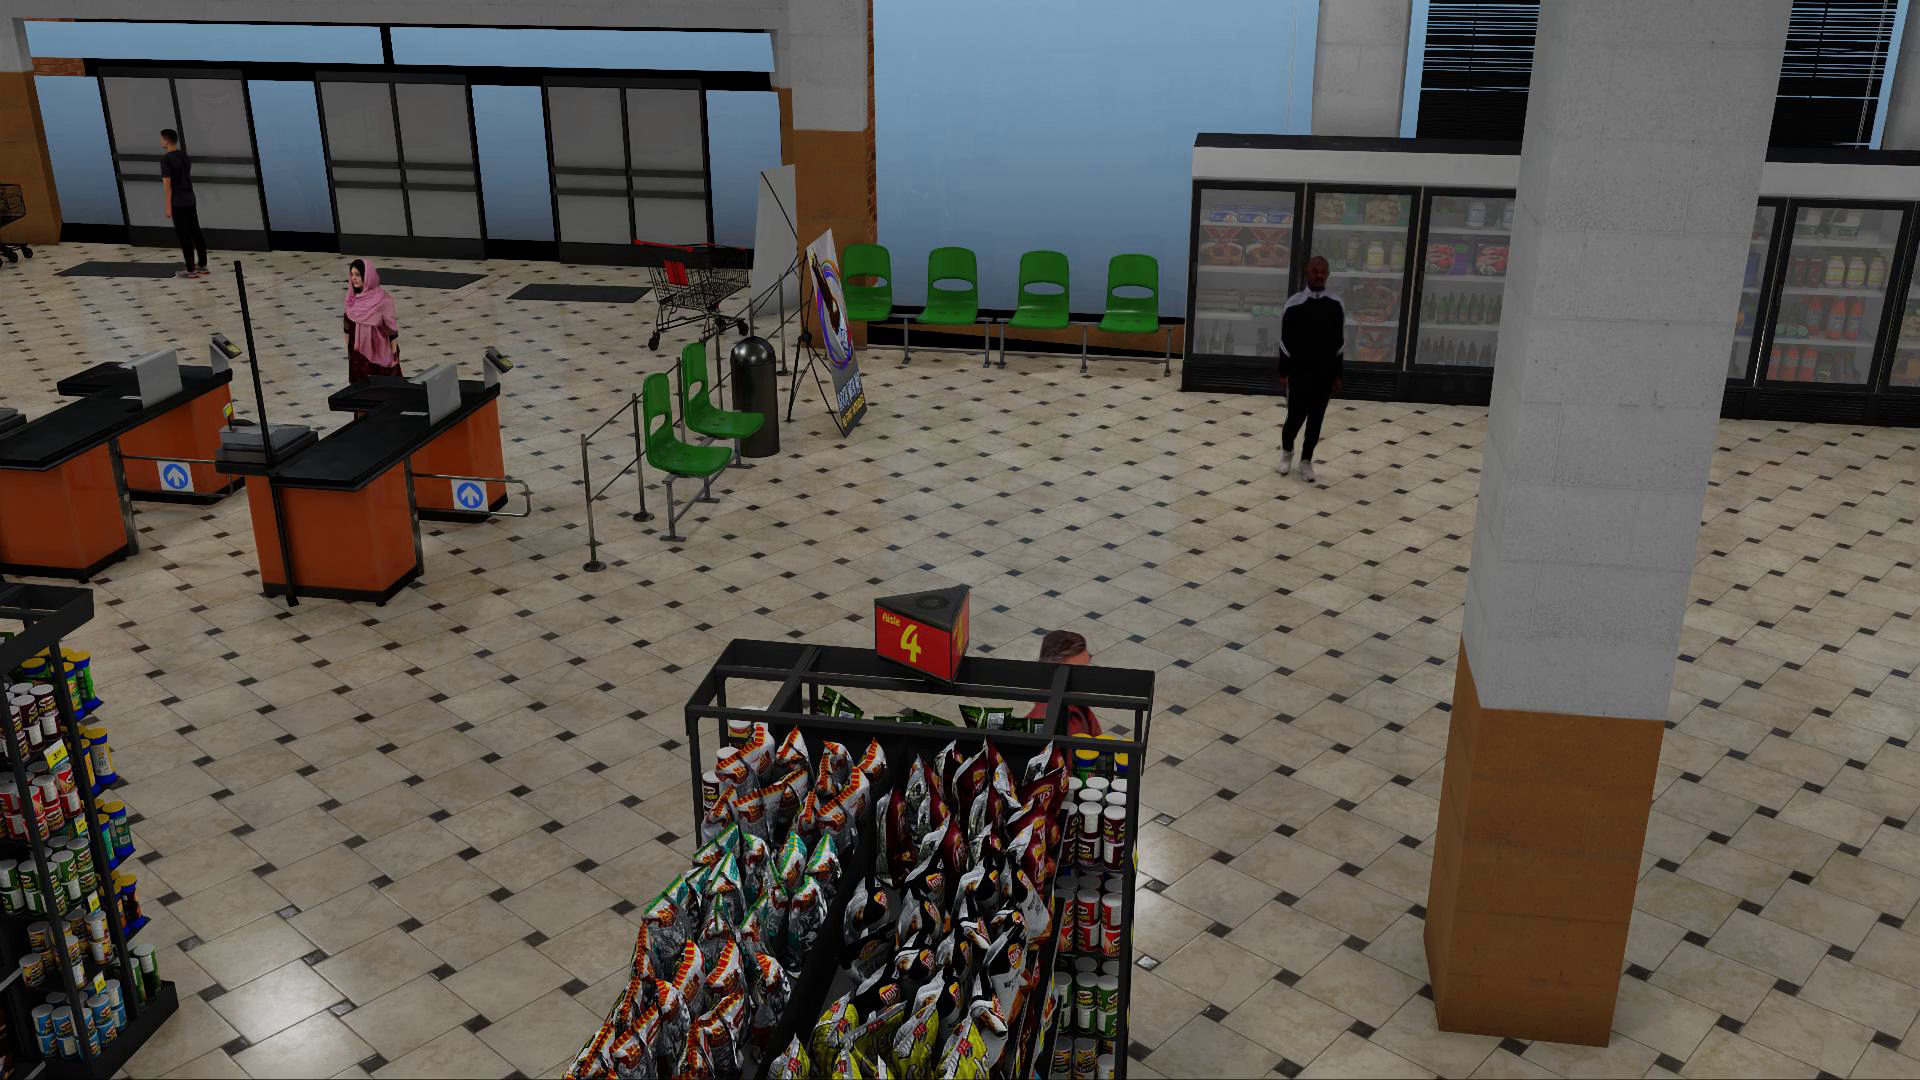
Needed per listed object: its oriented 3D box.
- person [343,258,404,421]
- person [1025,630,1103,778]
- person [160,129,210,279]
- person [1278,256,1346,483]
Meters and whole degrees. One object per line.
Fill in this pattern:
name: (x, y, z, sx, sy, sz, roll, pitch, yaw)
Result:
person: (-4.963, -1.581, 14.078, 0.655, 1.639, 0.591, 5, 22, 12)
person: (0.396, 1.205, 6.888, 0.776, 1.830, 0.517, 6, 23, 16)
person: (-9.399, -4.068, 20.100, 0.684, 1.763, 0.486, 3, 22, 6)
person: (2.811, -1.405, 13.402, 0.740, 1.816, 0.745, -1, 22, -3)
